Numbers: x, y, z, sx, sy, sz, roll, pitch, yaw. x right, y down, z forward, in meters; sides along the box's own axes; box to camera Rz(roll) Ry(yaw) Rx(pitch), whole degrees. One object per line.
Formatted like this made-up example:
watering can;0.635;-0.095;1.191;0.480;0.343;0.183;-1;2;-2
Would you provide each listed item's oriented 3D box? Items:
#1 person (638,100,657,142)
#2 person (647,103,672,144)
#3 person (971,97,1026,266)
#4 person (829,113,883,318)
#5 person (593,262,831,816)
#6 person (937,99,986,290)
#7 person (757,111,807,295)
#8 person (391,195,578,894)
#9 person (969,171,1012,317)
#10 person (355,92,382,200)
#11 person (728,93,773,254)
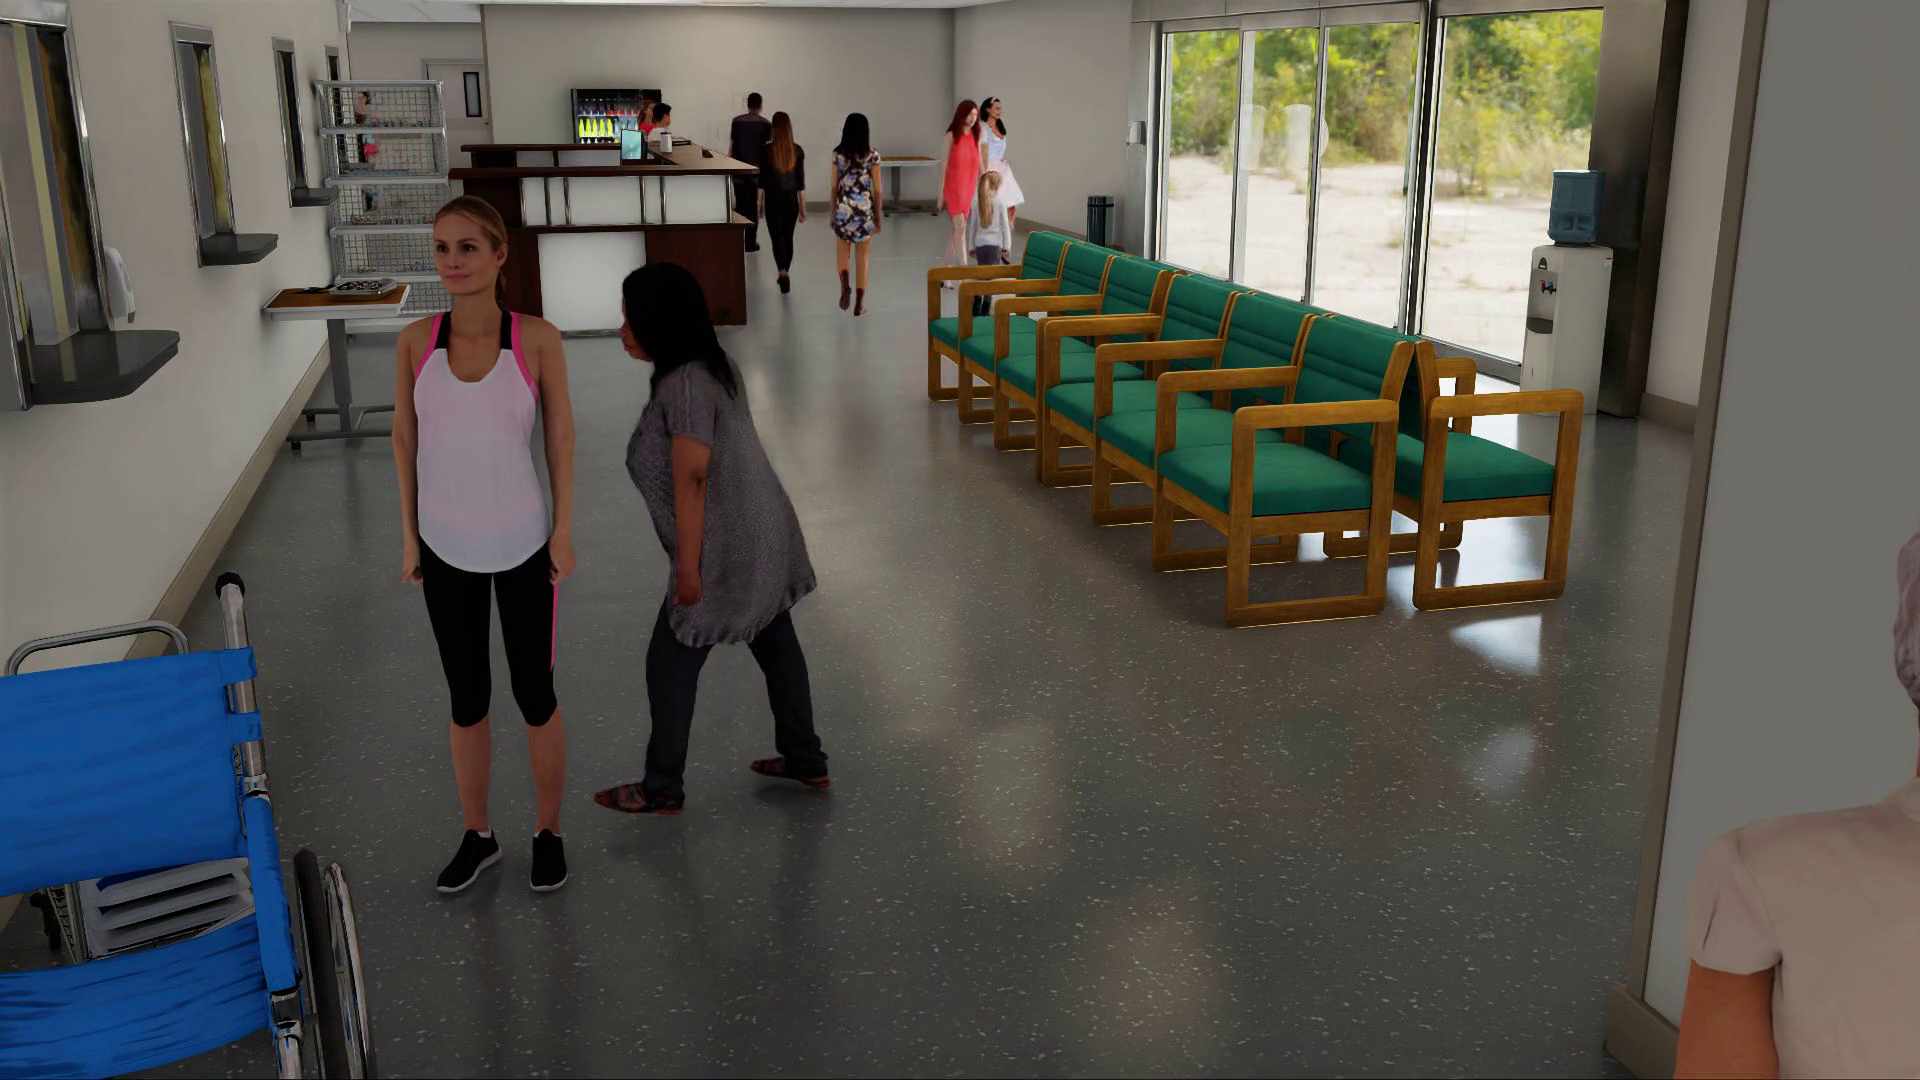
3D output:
person;-4.049;-4.856;21.677;0.700;1.728;0.664;6;17;19
person;-3.659;-4.358;19.960;0.773;1.701;0.752;-10;18;-31
person;0.265;-3.789;17.763;0.947;1.798;0.903;12;20;37
person;-0.919;-2.761;14.254;0.819;1.725;0.815;1;16;3
person;-0.609;0.021;4.674;0.959;1.568;0.847;5;17;18
person;-0.061;-3.296;16.020;0.975;1.796;0.906;-11;19;-35
person;-1.689;-3.164;15.759;1.041;1.683;0.683;-4;16;-13
person;-1.195;0.029;4.242;0.544;1.788;0.712;0;16;-1
person;0.222;-2.452;14.009;0.589;1.264;0.653;7;17;23
person;-9.819;-6.484;27.472;1.215;1.717;0.941;1;16;4
person;-2.480;-4.274;19.435;0.902;1.826;0.993;3;16;12
